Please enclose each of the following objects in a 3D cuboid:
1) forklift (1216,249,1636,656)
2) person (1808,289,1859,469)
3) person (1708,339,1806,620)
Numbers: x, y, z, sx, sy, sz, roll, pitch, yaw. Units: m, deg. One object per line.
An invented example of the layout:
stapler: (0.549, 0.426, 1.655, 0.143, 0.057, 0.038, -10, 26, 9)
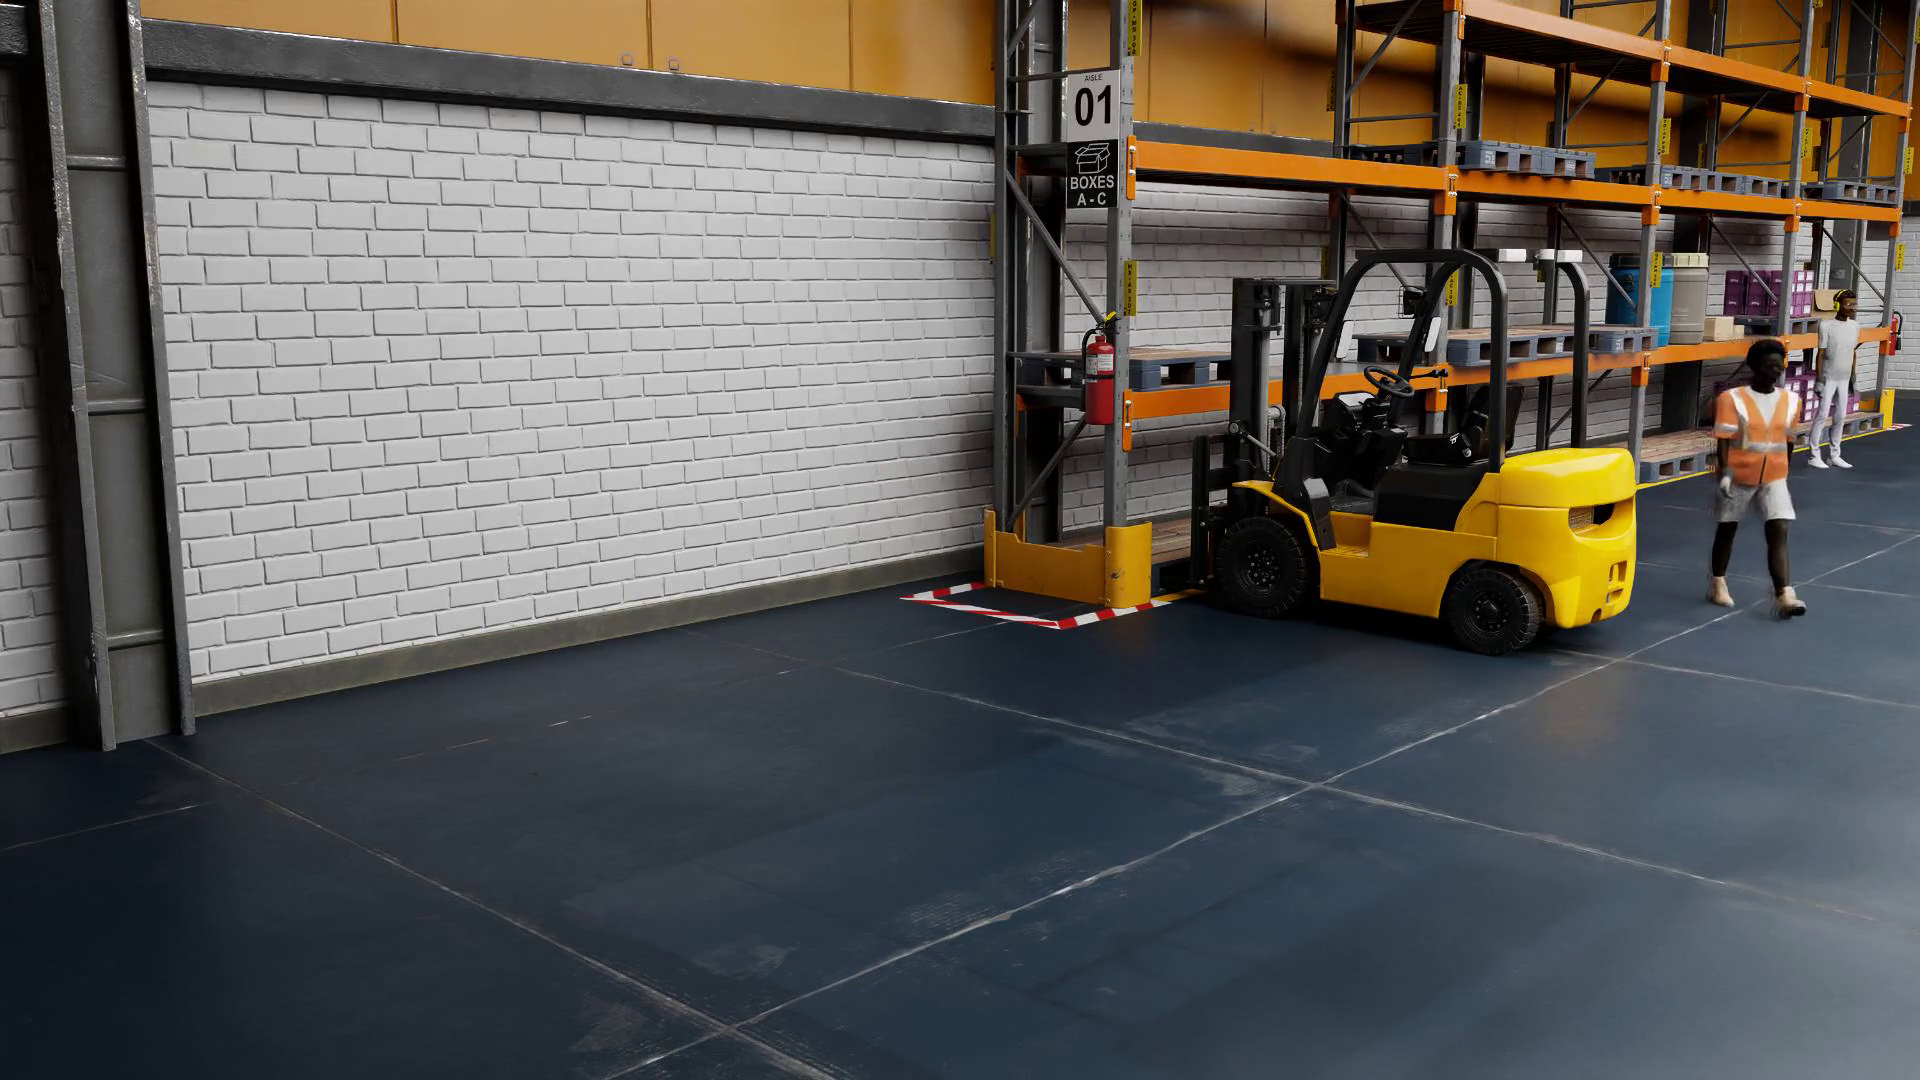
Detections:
forklift: (2.710, -0.584, 9.626, 2.313, 2.155, 1.214, 9, 13, 43)
person: (9.108, -1.665, 17.284, 0.514, 1.862, 0.325, -3, 10, -15)
person: (4.752, -0.363, 9.913, 0.541, 1.651, 0.873, 1, 9, 3)
